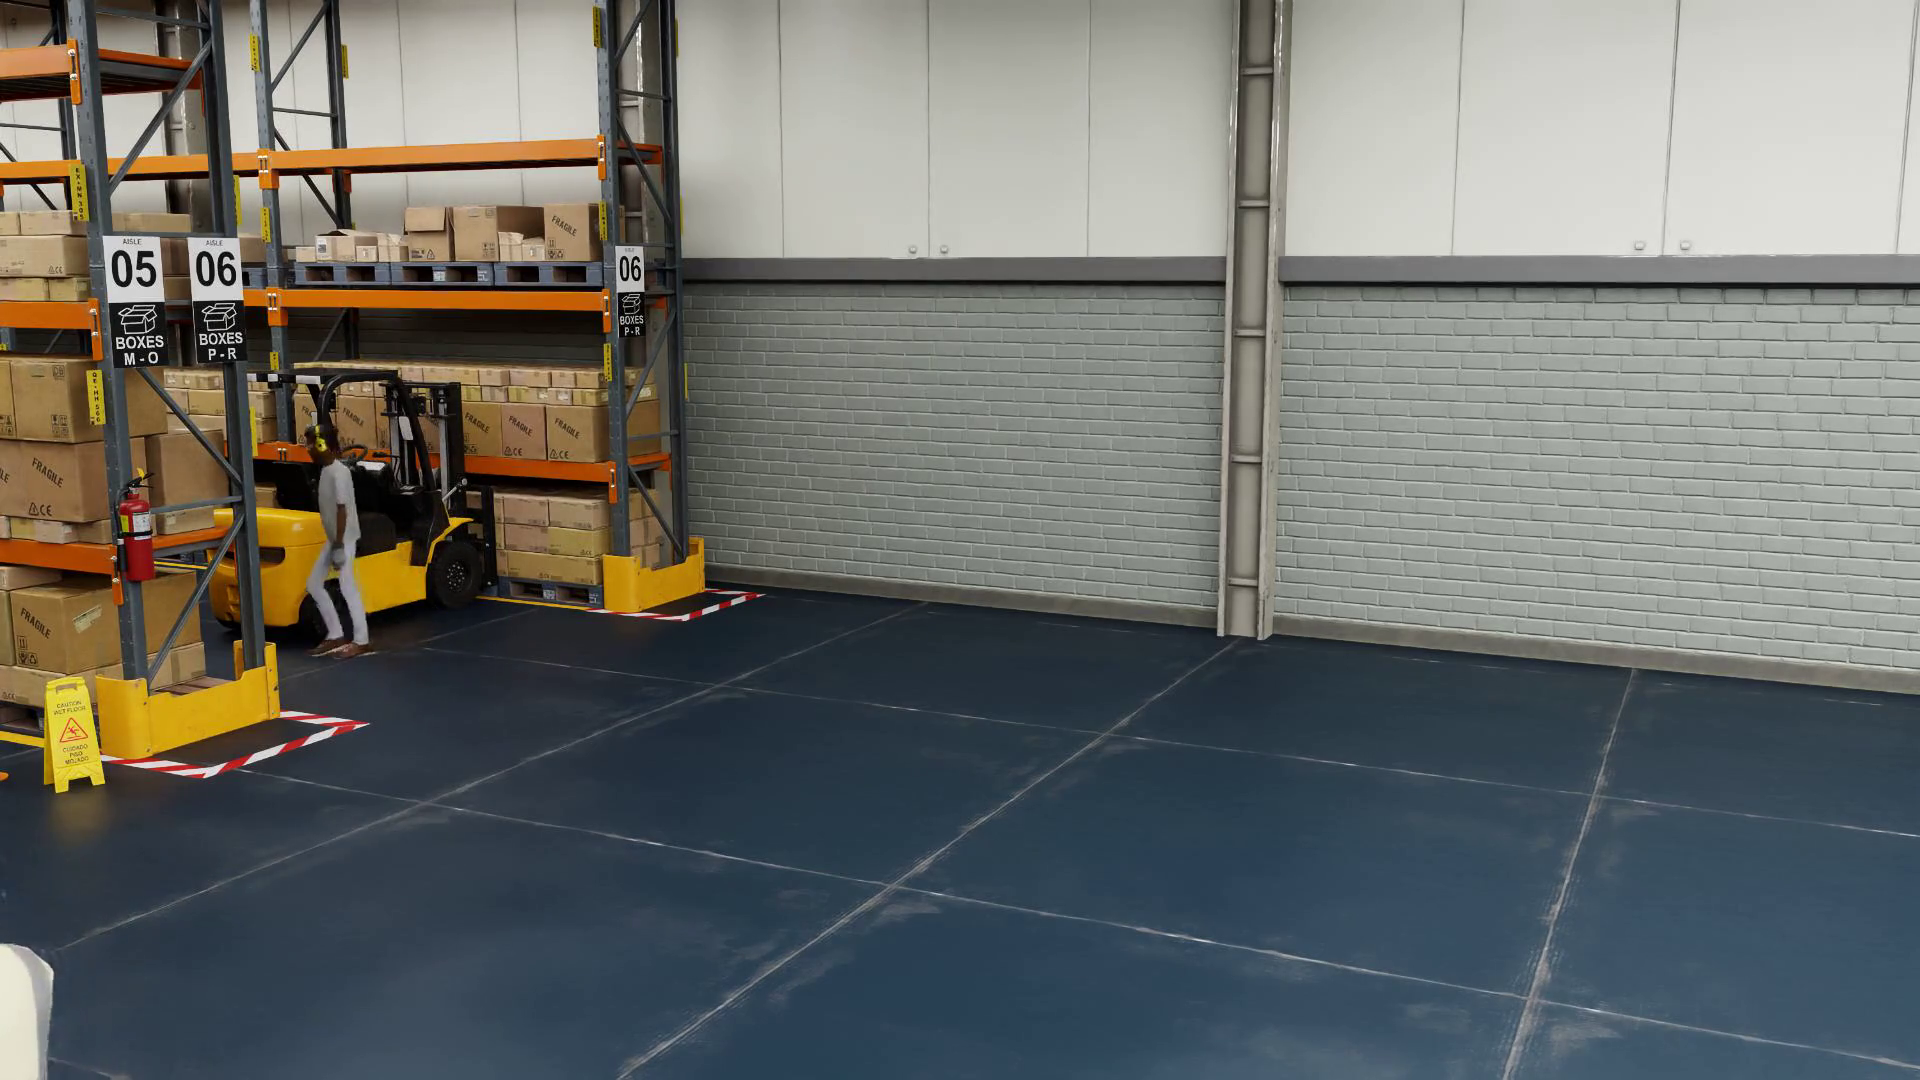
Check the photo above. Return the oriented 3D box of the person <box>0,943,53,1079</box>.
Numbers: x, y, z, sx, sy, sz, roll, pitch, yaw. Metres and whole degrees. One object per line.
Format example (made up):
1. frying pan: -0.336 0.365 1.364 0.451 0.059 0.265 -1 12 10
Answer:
1. person: -2.365 1.531 3.791 0.873 1.790 0.623 2 10 13

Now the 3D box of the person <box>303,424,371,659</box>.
1. person: -4.869 0.030 12.849 0.591 1.838 0.550 -6 11 -34
